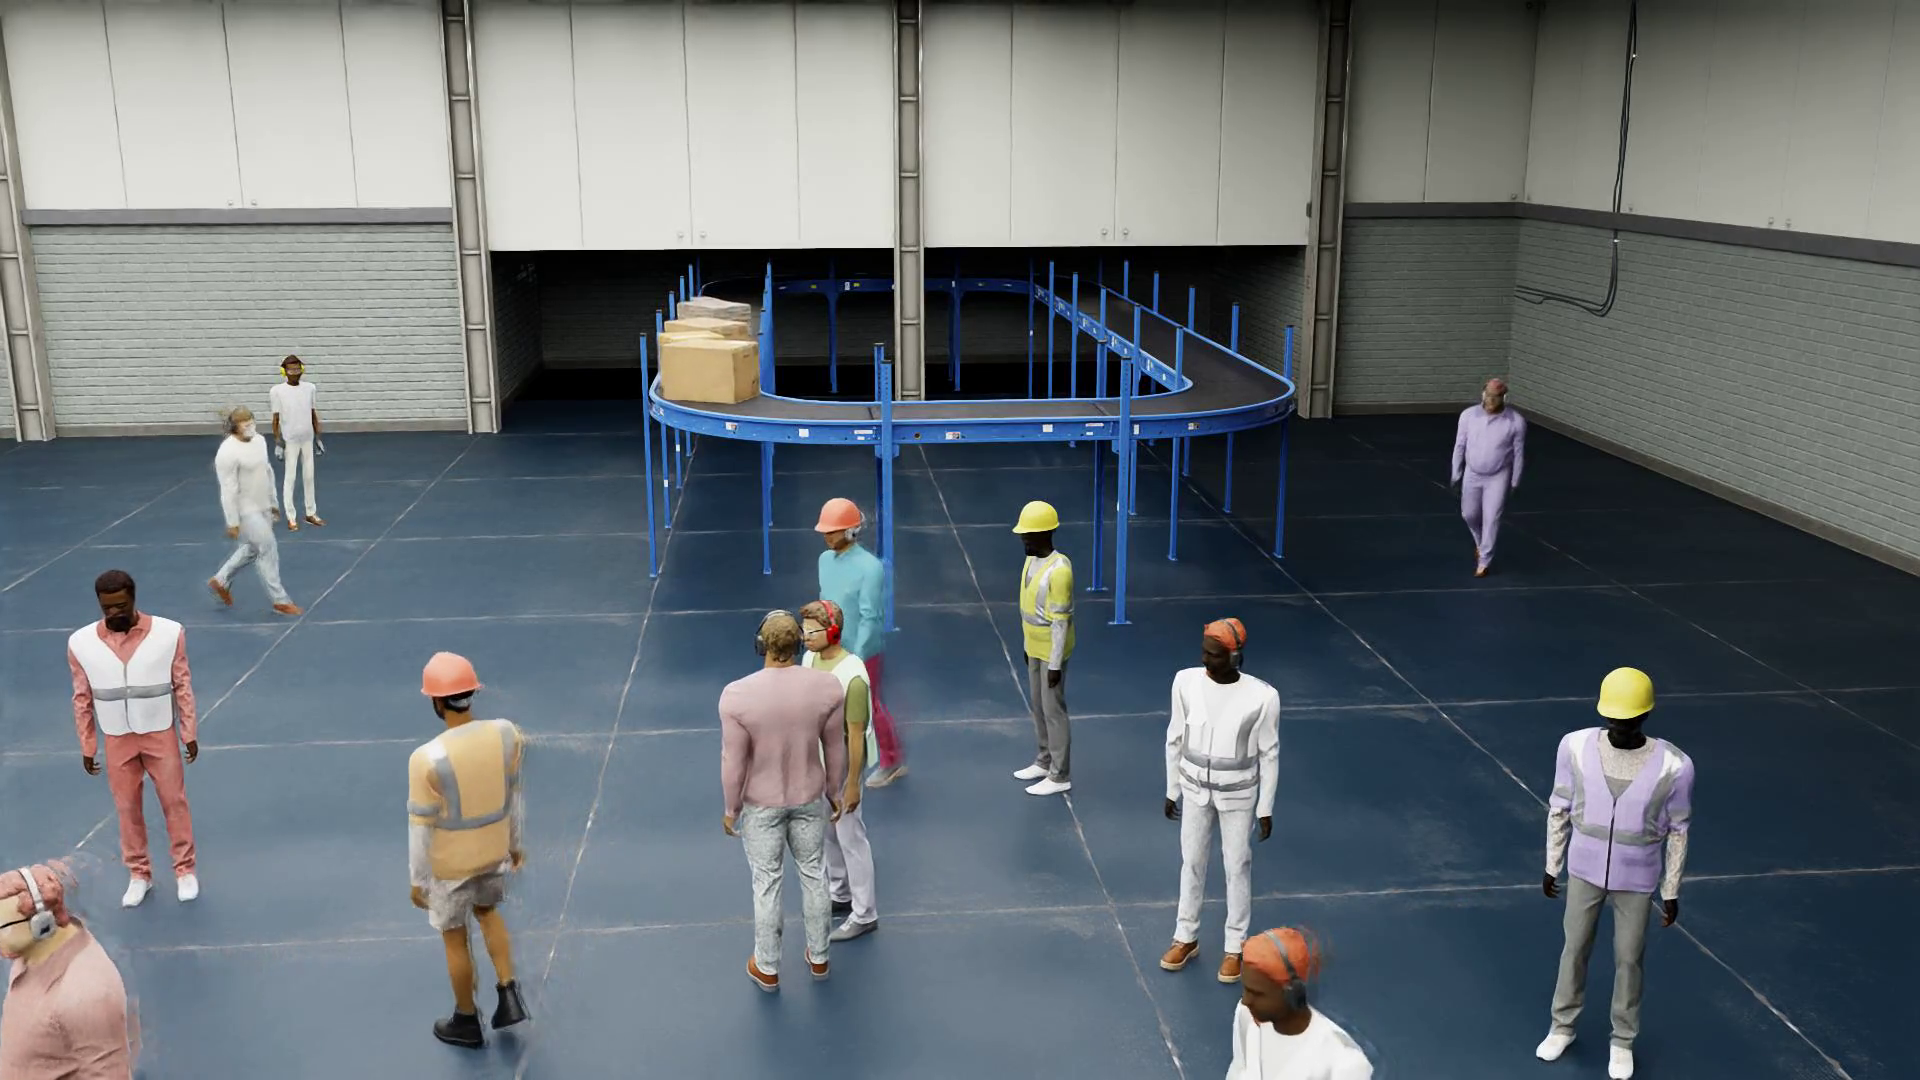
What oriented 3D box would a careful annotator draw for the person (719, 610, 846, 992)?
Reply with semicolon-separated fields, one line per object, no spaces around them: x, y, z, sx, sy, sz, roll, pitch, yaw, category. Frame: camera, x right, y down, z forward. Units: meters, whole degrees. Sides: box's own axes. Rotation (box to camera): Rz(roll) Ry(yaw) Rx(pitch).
-0.870;1.284;8.225;0.638;1.938;0.357;-6;15;-21;person

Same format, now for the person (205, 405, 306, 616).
-6.250;-0.250;14.462;0.883;1.899;0.668;2;14;6;person

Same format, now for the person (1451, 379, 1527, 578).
5.081;-0.631;16.001;0.651;1.886;0.791;8;16;29;person

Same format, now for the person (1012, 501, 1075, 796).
0.528;0.688;10.664;0.397;1.919;0.582;-5;15;-19;person

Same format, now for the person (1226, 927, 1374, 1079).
1.033;2.078;5.196;0.538;1.861;0.605;-6;15;-21;person

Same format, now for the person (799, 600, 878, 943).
-0.647;1.197;8.797;0.374;1.832;0.565;-9;17;-32;person

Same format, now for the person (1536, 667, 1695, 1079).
2.918;1.485;7.446;0.594;1.924;0.382;8;16;30;person

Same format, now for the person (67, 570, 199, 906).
-4.521;1.071;9.150;0.599;1.908;0.404;-5;15;-18;person

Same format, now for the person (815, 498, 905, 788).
-0.718;0.689;10.555;0.616;1.960;0.894;13;19;42;person

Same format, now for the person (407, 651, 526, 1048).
-2.272;1.435;7.643;0.390;1.920;0.578;12;18;40;person

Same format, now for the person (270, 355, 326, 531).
-7.032;-1.045;17.686;0.309;1.868;0.535;13;19;41;person

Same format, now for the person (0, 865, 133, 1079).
-2.988;1.955;5.732;0.974;1.860;0.648;-11;18;-38;person

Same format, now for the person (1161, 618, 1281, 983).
1.294;1.287;8.323;0.574;1.884;0.360;8;16;28;person
